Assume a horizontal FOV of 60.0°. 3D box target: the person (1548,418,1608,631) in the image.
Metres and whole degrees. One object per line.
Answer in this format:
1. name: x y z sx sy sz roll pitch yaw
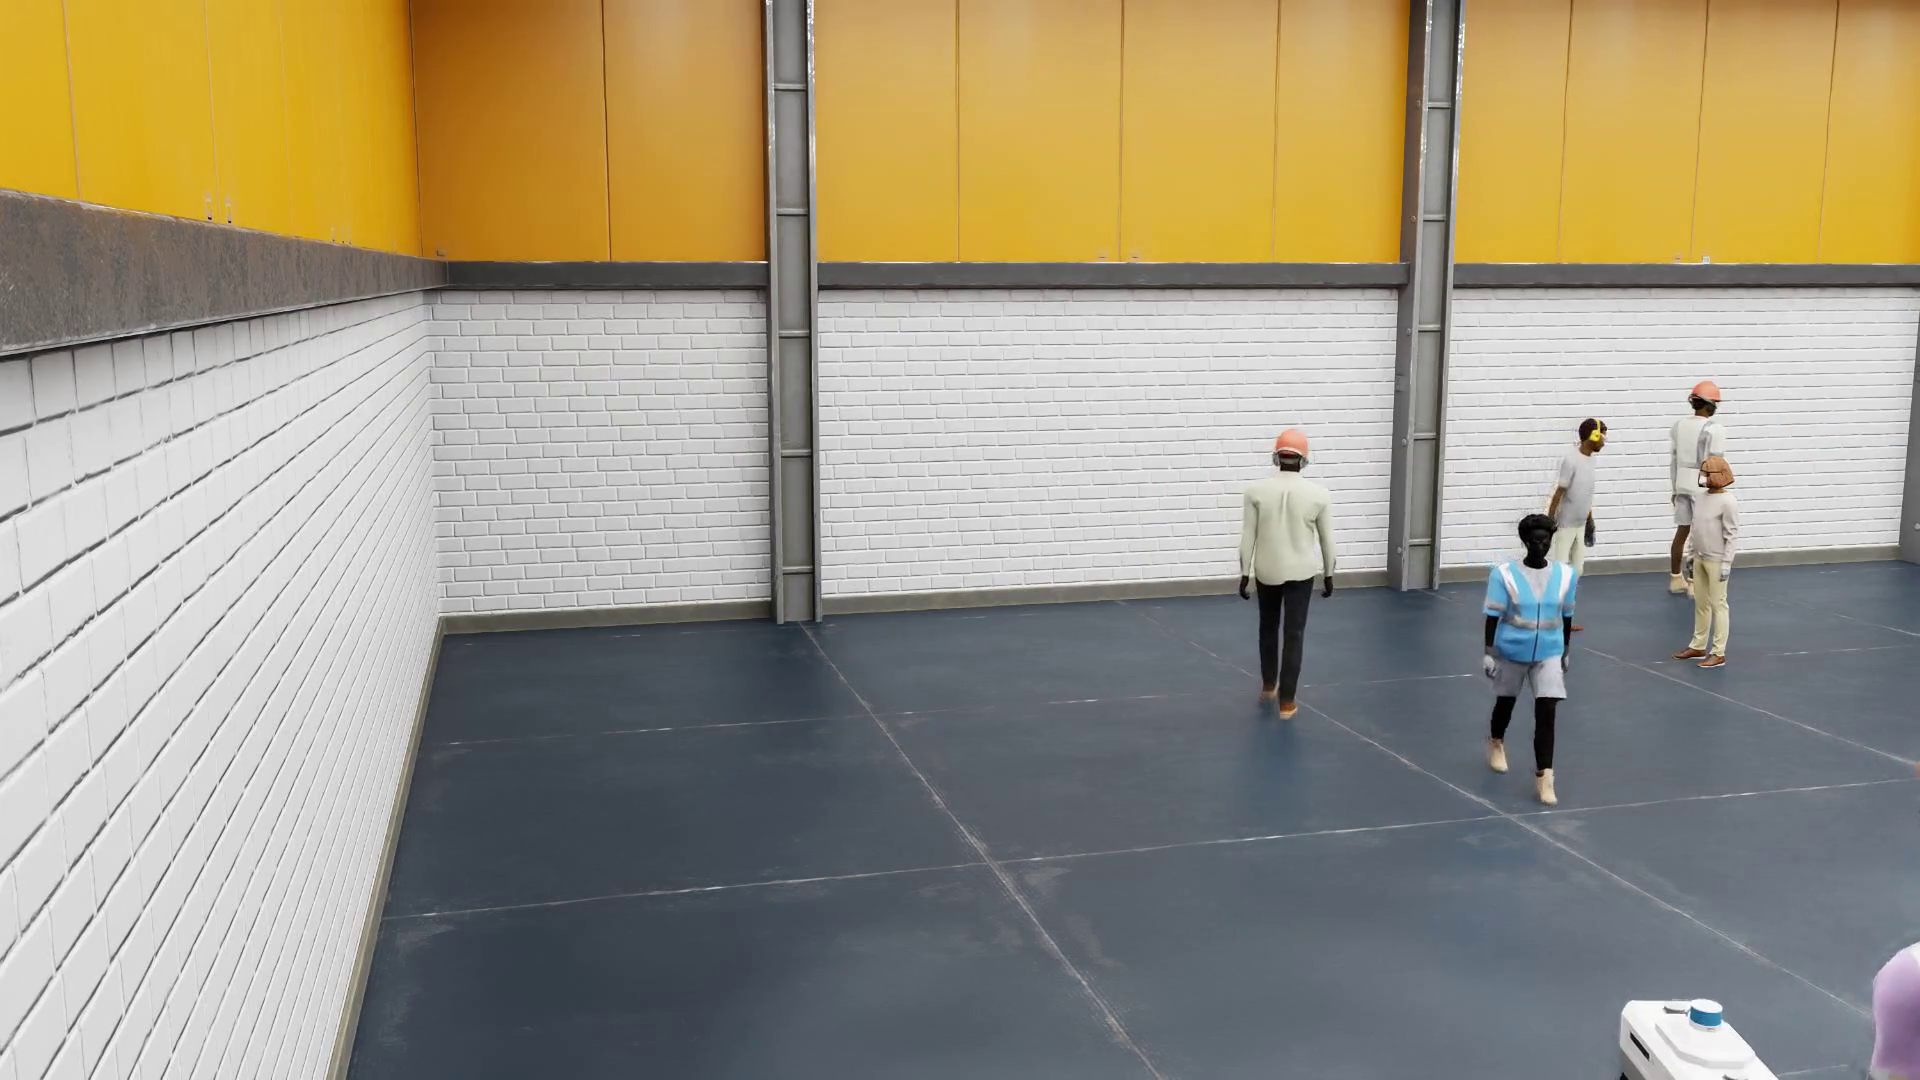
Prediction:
1. person: 5.090 -0.106 13.951 0.670 1.829 0.449 -9 12 -43

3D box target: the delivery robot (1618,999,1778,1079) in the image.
1. delivery robot: 2.524 1.809 5.661 0.477 0.478 0.707 0 9 2

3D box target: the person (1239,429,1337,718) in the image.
1. person: 2.301 0.203 11.617 0.657 1.953 0.941 3 10 17

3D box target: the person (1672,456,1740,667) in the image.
1. person: 5.798 0.164 12.863 0.282 1.634 0.498 -1 9 -9

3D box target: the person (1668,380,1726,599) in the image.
1. person: 6.920 -0.471 15.576 0.401 2.038 0.607 -3 10 -18

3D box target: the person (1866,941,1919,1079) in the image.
1. person: 2.226 1.487 3.537 0.632 1.984 1.049 1 9 4

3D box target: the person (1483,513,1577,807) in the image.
1. person: 3.335 0.648 9.796 0.541 1.657 0.874 1 9 5
